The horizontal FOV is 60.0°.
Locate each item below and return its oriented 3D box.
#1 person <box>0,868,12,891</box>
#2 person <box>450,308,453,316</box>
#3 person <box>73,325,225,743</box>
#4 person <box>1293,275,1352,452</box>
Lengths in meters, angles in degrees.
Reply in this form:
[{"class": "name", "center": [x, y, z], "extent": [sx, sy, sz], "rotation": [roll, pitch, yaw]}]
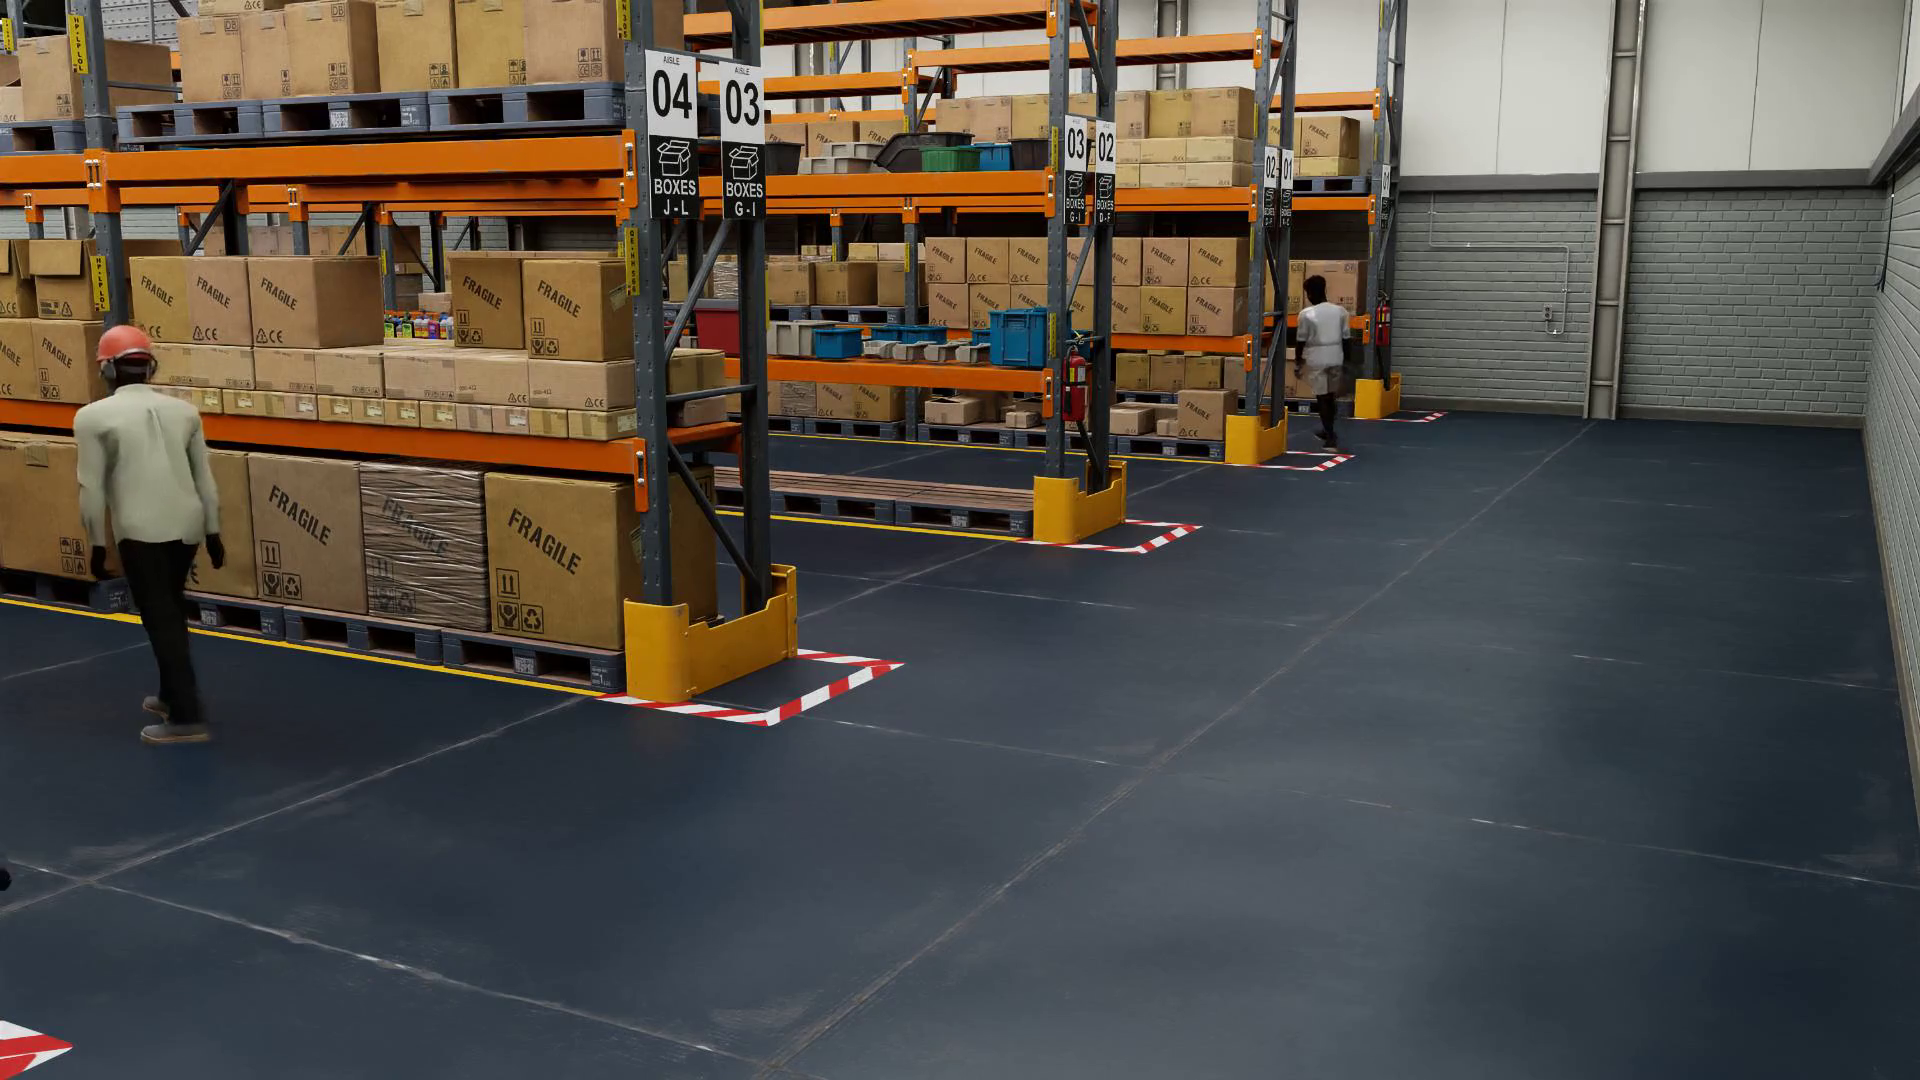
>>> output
[{"class": "person", "center": [-3.861, 0.360, 5.859], "extent": [1.033, 1.876, 0.540], "rotation": [5, 12, 27]}, {"class": "person", "center": [-5.885, -2.044, 19.637], "extent": [0.434, 1.620, 0.505], "rotation": [4, 11, 21]}, {"class": "person", "center": [-3.777, -0.028, 7.846], "extent": [0.736, 1.934, 0.620], "rotation": [6, 12, 30]}, {"class": "person", "center": [3.953, -1.955, 18.364], "extent": [0.621, 1.909, 0.907], "rotation": [-4, 11, -20]}]
